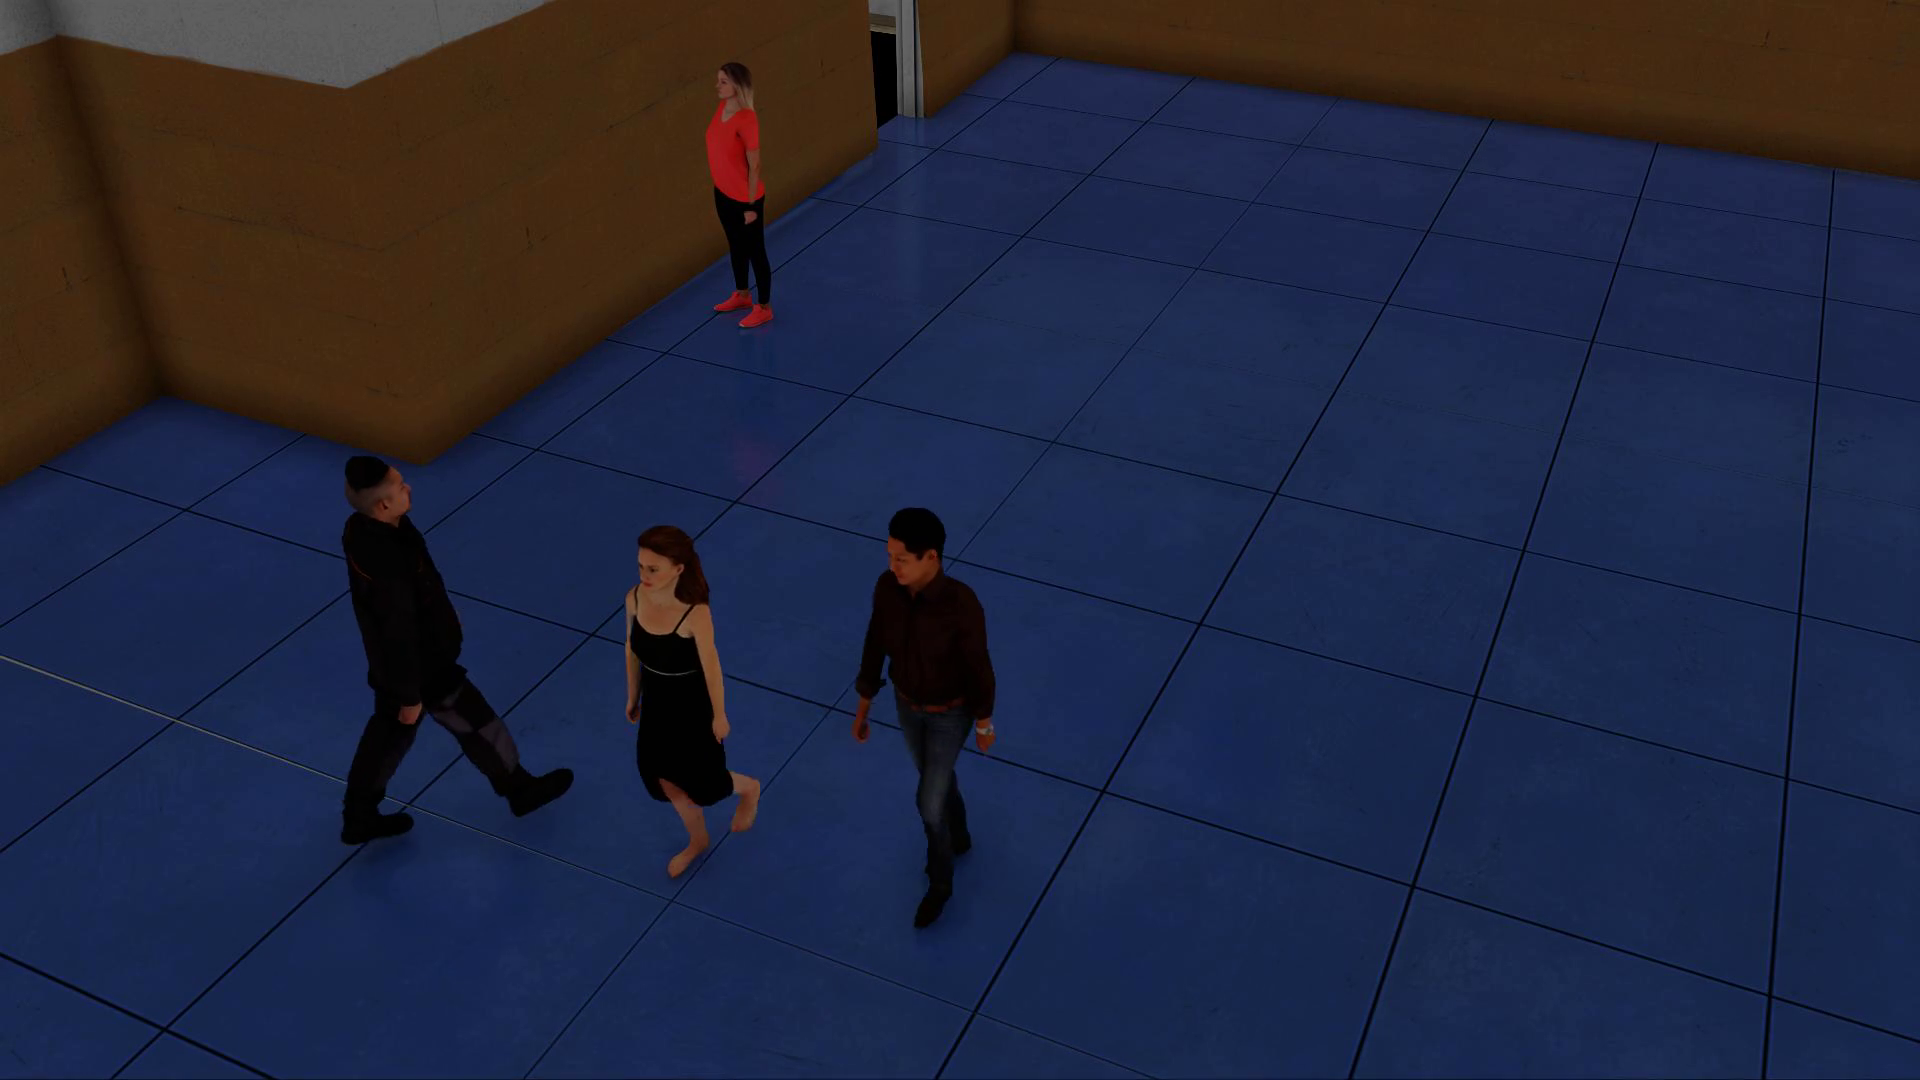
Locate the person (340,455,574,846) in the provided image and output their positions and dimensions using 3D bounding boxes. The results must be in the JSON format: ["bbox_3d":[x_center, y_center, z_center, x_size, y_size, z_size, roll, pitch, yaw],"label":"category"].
[{"bbox_3d":[-2.207,0.471,6.427,1.217,1.815,1.253,-18,38,-25],"label":"person"}]

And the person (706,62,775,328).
[{"bbox_3d":[-1.389,-2.193,10.561,0.732,1.694,0.617,-23,40,-30],"label":"person"}]

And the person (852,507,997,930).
[{"bbox_3d":[-0.052,0.595,6.320,0.767,1.750,0.805,23,40,30],"label":"person"}]

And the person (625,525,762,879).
[{"bbox_3d":[-1.019,0.597,6.445,0.737,1.608,0.715,22,39,29],"label":"person"}]
